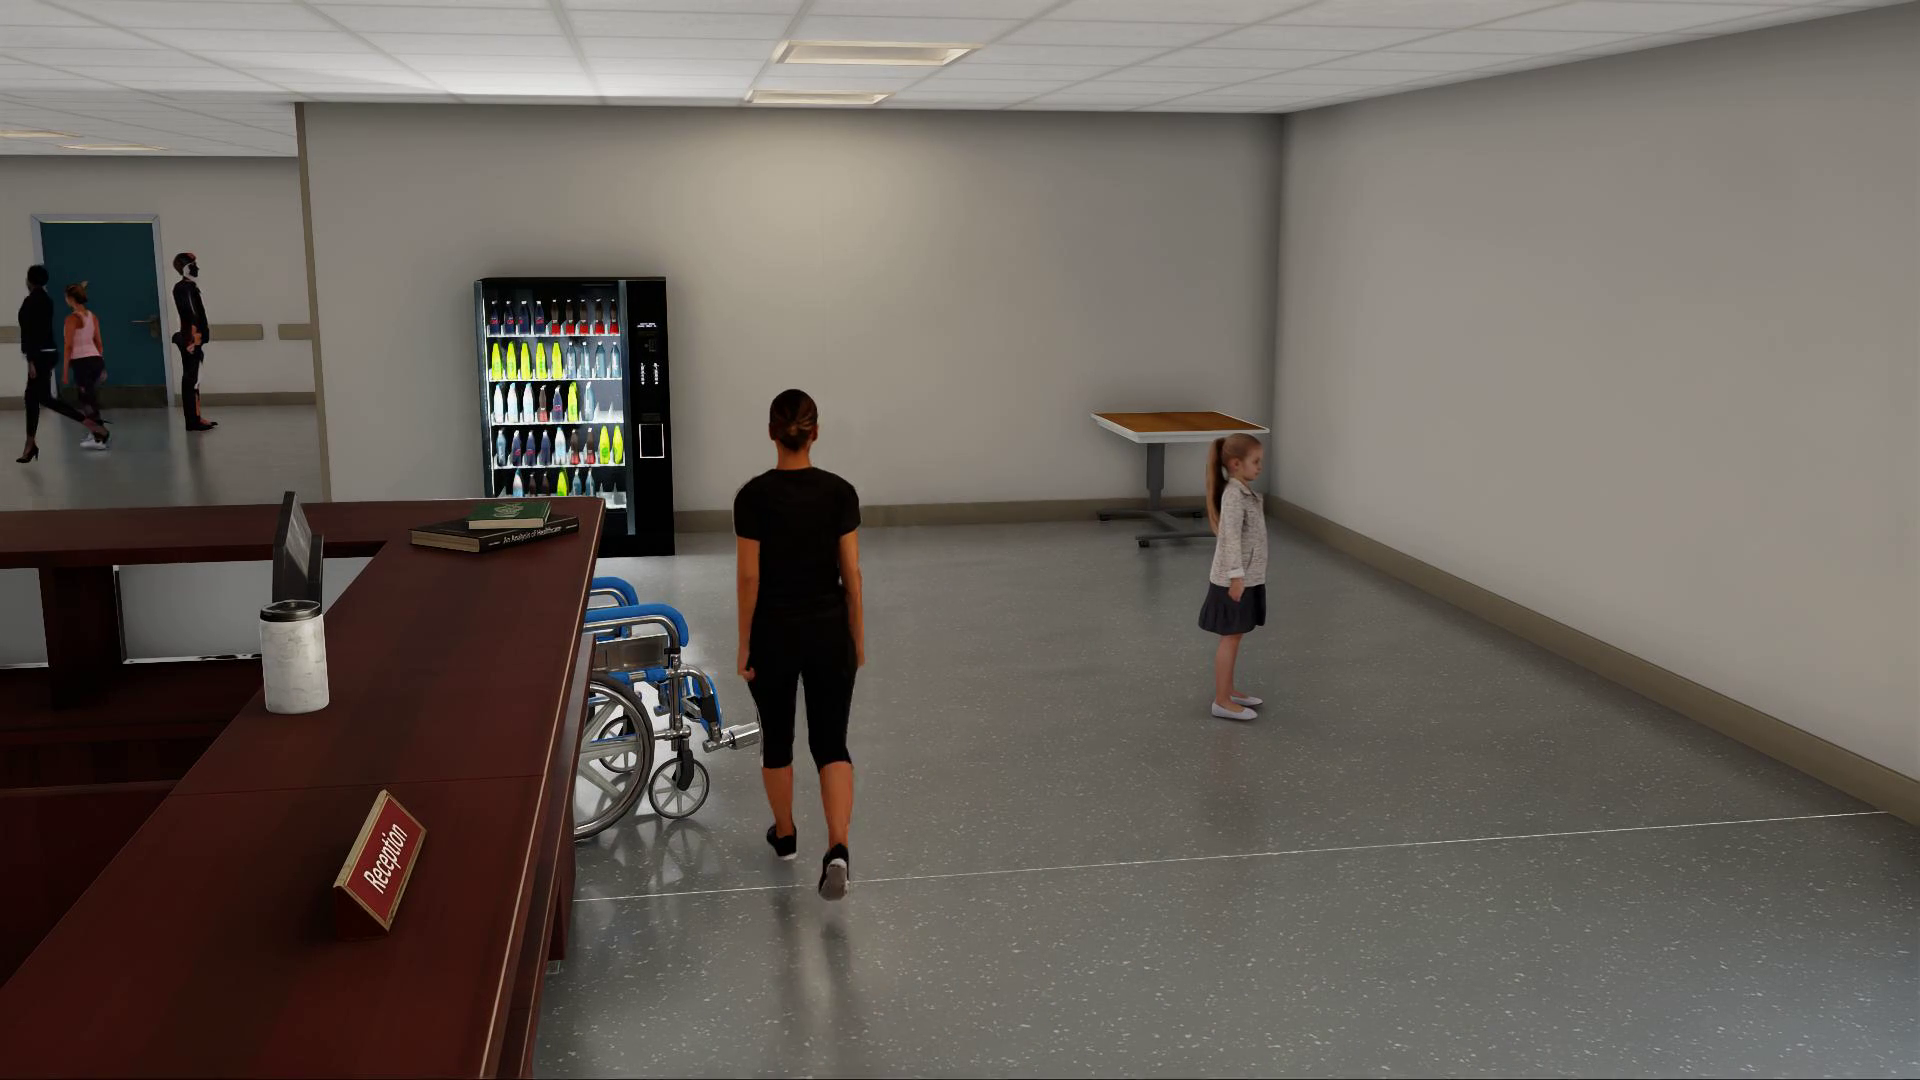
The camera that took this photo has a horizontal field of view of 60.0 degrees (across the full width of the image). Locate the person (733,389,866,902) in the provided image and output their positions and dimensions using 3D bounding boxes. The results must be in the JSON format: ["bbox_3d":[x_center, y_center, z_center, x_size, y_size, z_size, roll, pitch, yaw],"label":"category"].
[{"bbox_3d":[-0.503,0.362,5.433,1.001,1.635,0.670,-2,11,-12],"label":"person"}]

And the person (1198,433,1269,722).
[{"bbox_3d":[1.242,0.149,7.494,0.627,1.278,0.589,3,11,17],"label":"person"}]

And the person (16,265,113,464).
[{"bbox_3d":[-8.325,-1.583,15.264,1.031,1.792,0.627,-2,11,-13],"label":"person"}]

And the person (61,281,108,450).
[{"bbox_3d":[-8.492,-1.702,16.305,0.675,1.636,0.665,2,11,10],"label":"person"}]

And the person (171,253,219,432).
[{"bbox_3d":[-8.303,-2.145,17.951,0.592,1.893,0.687,-2,11,-13],"label":"person"}]
